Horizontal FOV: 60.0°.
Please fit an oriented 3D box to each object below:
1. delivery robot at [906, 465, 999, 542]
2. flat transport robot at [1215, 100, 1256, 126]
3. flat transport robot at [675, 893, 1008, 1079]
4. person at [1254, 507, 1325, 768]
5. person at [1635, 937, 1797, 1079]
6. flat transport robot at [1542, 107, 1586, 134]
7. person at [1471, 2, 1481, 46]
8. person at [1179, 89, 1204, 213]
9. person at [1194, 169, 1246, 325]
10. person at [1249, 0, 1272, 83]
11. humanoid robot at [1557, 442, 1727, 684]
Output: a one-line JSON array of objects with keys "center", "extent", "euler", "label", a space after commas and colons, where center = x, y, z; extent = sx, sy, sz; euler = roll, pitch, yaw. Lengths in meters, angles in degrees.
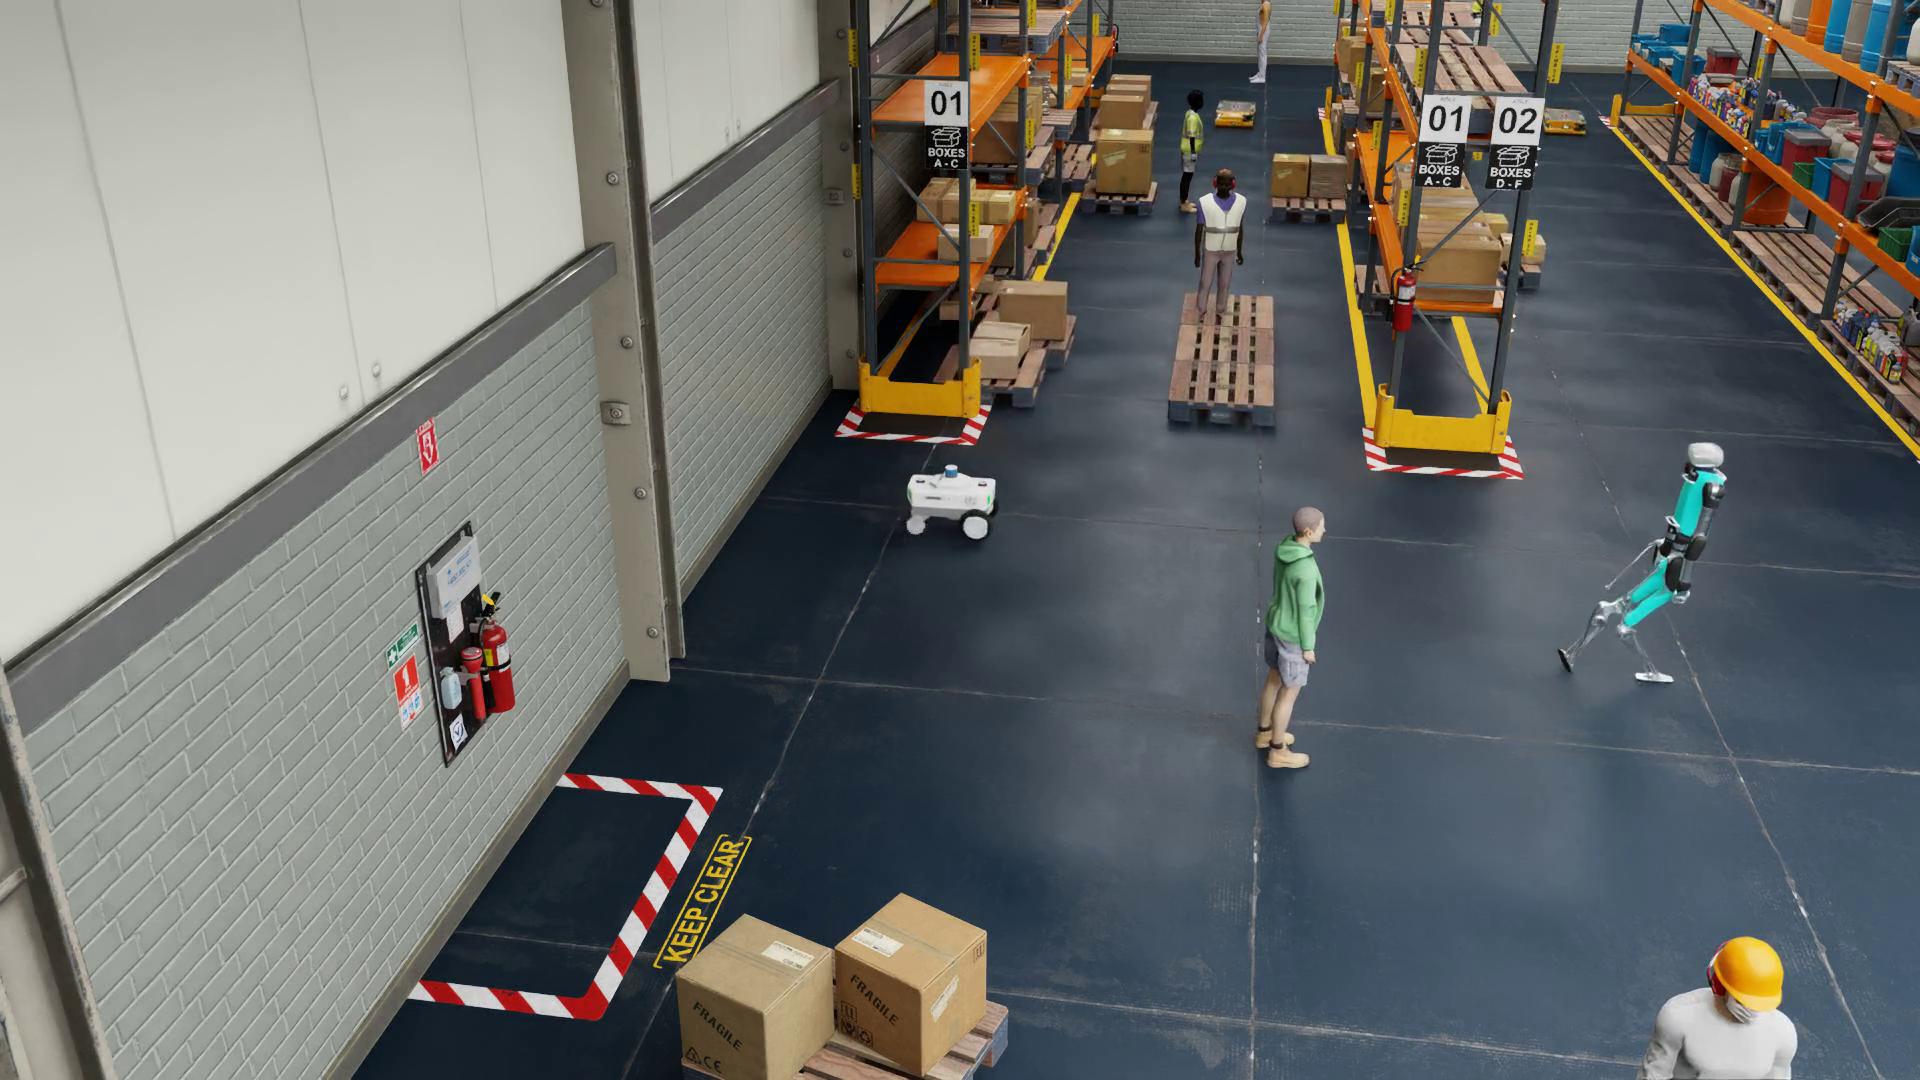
[{"center": [-0.047, -0.315, 13.716], "extent": [0.810, 0.612, 0.499], "euler": [3, 25, 7], "label": "delivery robot"}, {"center": [4.914, -7.598, 29.619], "extent": [0.659, 0.231, 1.431], "euler": [5, 25, 10], "label": "flat transport robot"}, {"center": [-0.503, 2.562, 7.875], "extent": [0.659, 0.231, 1.431], "euler": [12, 28, 24], "label": "flat transport robot"}, {"center": [2.052, 0.598, 10.351], "extent": [0.316, 1.736, 0.478], "euler": [-5, 25, -10], "label": "person"}, {"center": [2.896, 2.317, 6.490], "extent": [0.568, 1.889, 0.388], "euler": [6, 26, 12], "label": "person"}, {"center": [10.497, -7.290, 28.959], "extent": [0.659, 0.231, 1.431], "euler": [6, 26, 13], "label": "flat transport robot"}, {"center": [9.606, -9.361, 31.683], "extent": [0.738, 1.718, 0.561], "euler": [-13, 28, -25], "label": "person"}, {"center": [3.255, -5.467, 23.371], "extent": [0.317, 1.694, 0.539], "euler": [2, 25, 3], "label": "person"}, {"center": [2.837, -3.166, 18.276], "extent": [0.568, 1.838, 0.373], "euler": [-6, 26, -14], "label": "person"}, {"center": [5.945, -10.017, 32.914], "extent": [0.372, 1.863, 0.508], "euler": [3, 25, 6], "label": "person"}, {"center": [4.556, 0.190, 11.251], "extent": [0.934, 1.795, 0.559], "euler": [3, 25, 6], "label": "humanoid robot"}]
